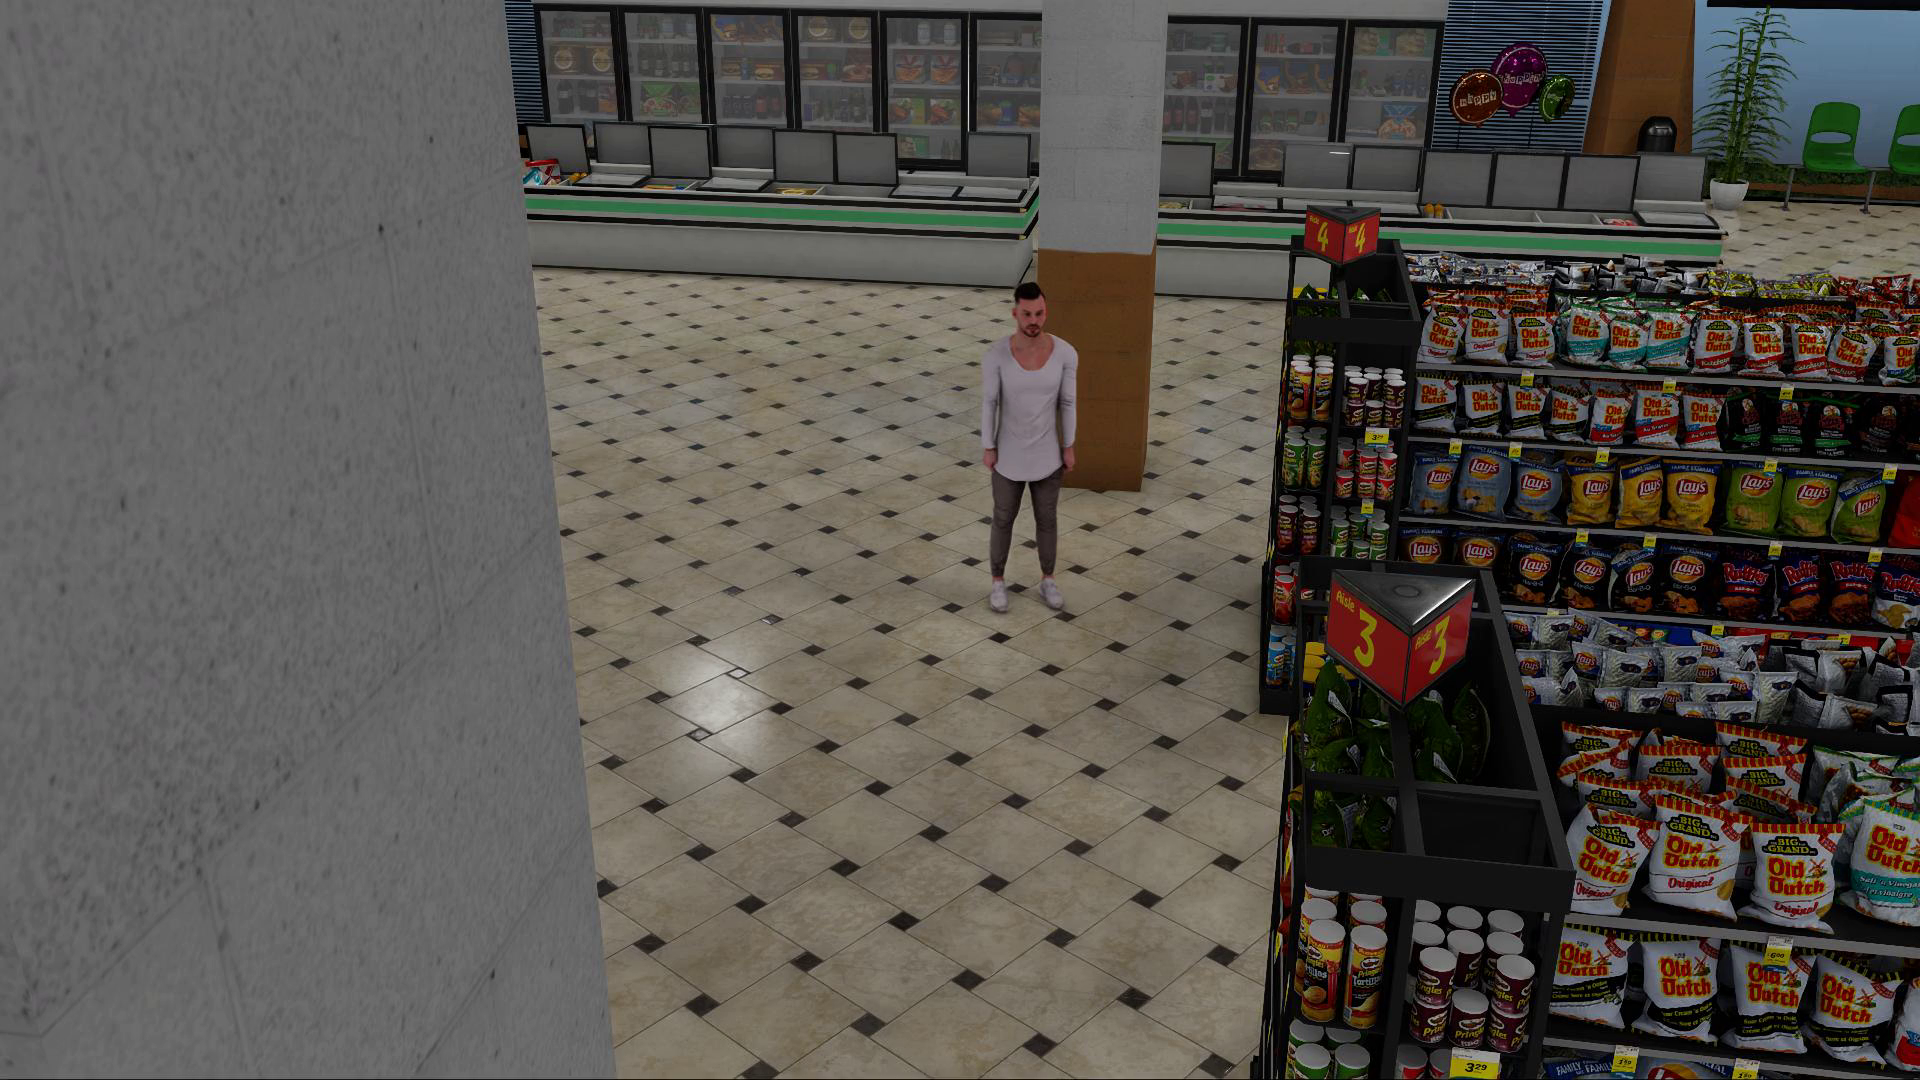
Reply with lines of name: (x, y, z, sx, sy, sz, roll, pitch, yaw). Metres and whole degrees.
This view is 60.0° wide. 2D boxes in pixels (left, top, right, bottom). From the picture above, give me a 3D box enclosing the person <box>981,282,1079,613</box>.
person: (0.359, -0.494, 8.854, 0.580, 1.835, 0.773, -2, 24, -5)
